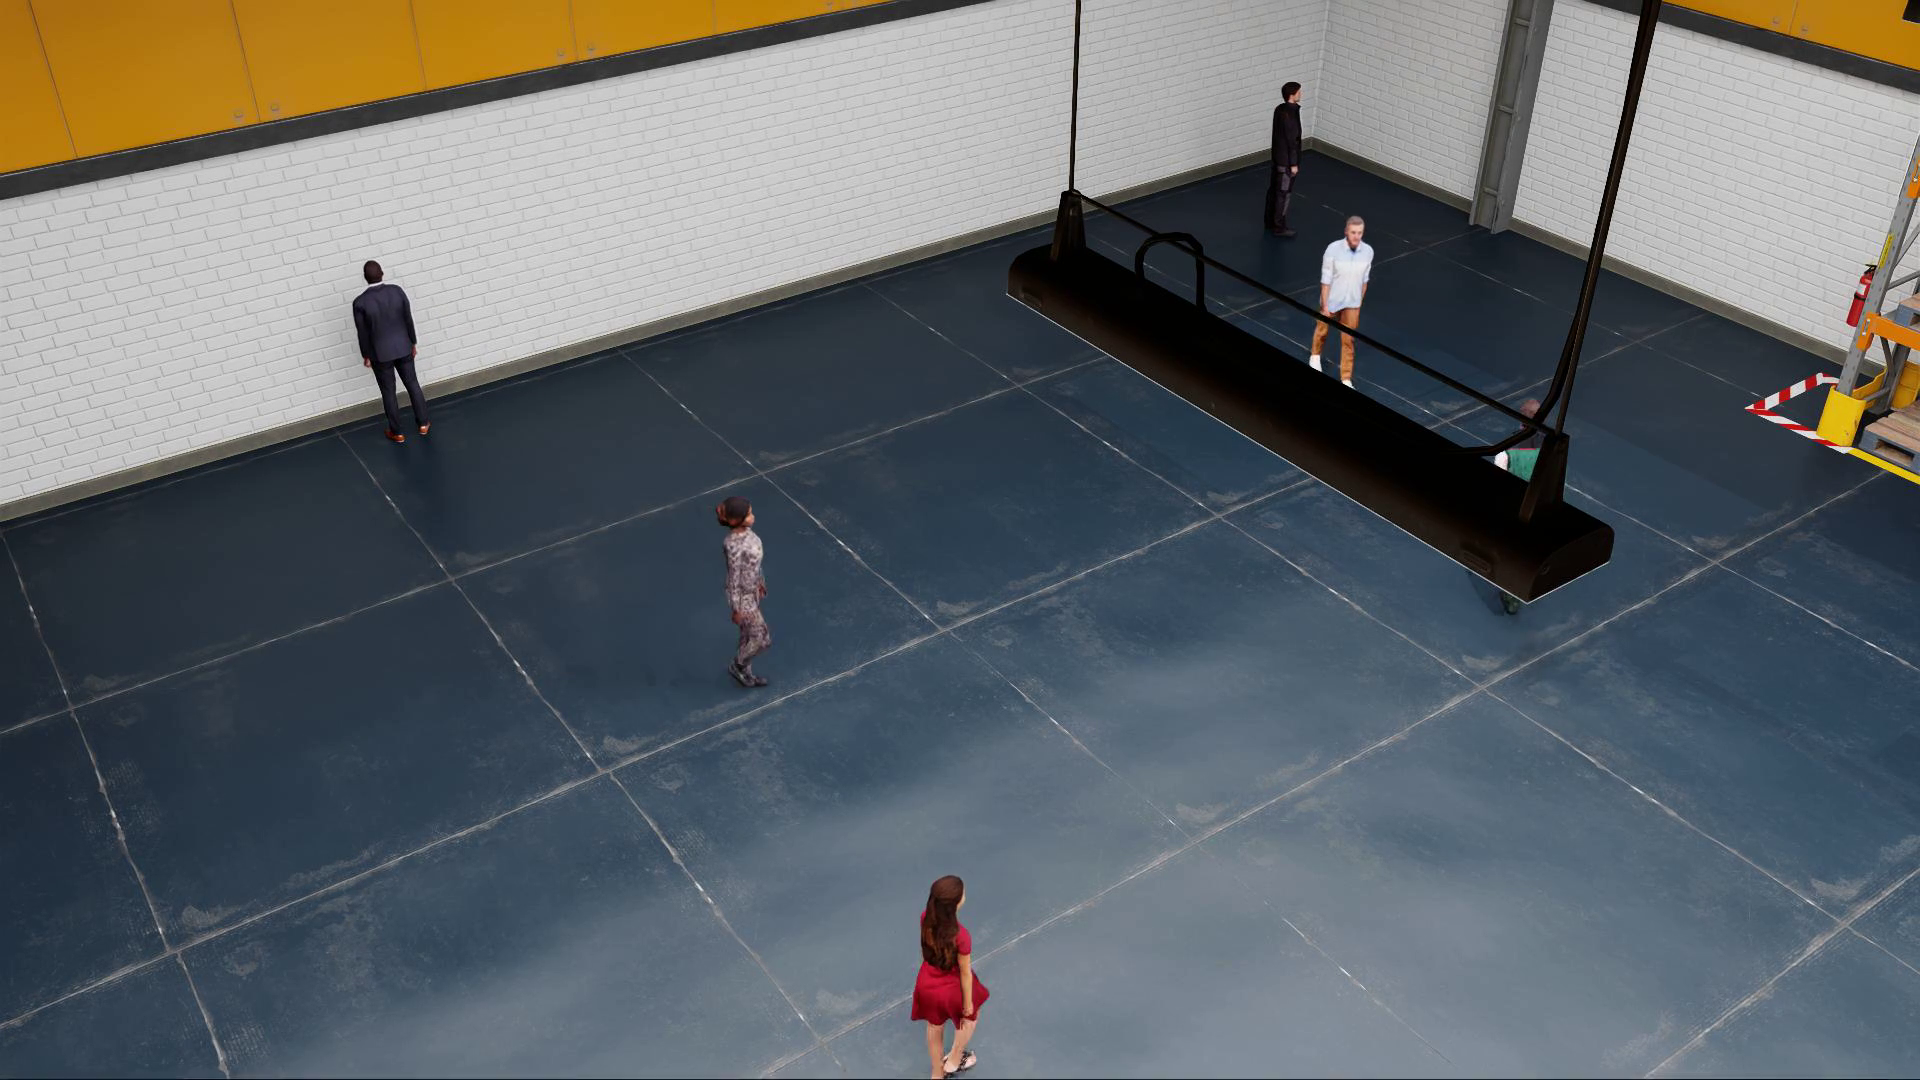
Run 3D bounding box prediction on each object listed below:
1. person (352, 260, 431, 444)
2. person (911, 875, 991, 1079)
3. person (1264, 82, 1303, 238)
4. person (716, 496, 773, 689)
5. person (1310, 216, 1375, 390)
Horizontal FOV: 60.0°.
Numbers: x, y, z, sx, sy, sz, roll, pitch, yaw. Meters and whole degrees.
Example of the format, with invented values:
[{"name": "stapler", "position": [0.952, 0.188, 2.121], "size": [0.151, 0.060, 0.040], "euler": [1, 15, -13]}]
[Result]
[{"name": "person", "position": [-5.343, -1.774, 15.615], "size": [0.692, 1.824, 0.612], "euler": [-19, 38, -26]}, {"name": "person", "position": [-0.122, 2.538, 9.379], "size": [0.661, 1.544, 0.711], "euler": [22, 40, 30]}, {"name": "person", "position": [3.850, -4.531, 19.749], "size": [0.852, 1.839, 0.677], "euler": [-6, 34, -10]}, {"name": "person", "position": [-1.689, 0.412, 12.433], "size": [0.792, 1.706, 0.731], "euler": [5, 34, 8]}, {"name": "person", "position": [3.758, -2.406, 16.607], "size": [1.076, 1.778, 1.281], "euler": [-3, 34, -4]}]
